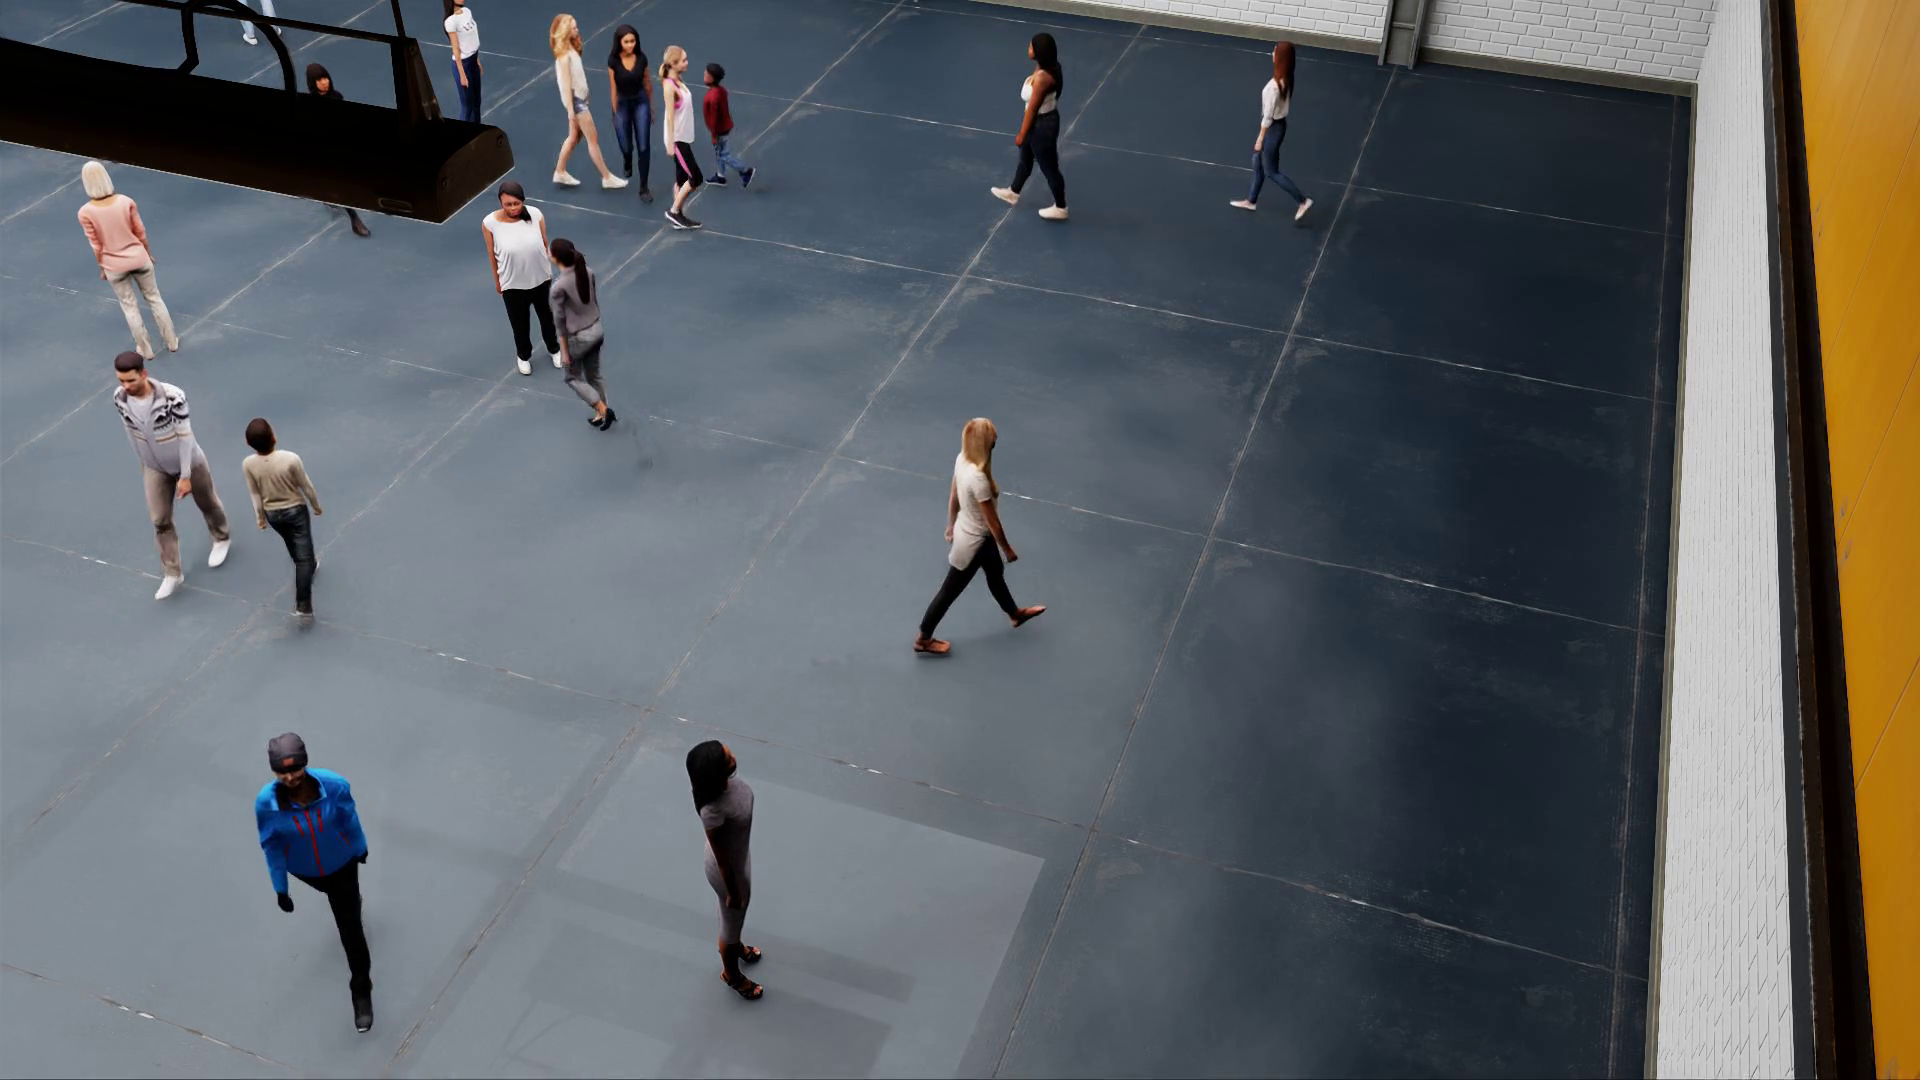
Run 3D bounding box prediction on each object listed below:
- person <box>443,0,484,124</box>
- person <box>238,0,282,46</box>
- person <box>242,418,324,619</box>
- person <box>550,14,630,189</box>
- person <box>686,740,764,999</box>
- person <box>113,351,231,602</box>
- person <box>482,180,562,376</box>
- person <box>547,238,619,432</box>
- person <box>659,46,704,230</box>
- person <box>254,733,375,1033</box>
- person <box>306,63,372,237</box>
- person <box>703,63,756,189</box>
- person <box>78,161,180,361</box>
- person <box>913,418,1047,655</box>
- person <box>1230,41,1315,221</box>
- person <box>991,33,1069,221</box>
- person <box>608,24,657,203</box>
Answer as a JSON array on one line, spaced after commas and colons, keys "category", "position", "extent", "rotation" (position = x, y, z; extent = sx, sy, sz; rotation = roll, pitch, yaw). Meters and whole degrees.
[{"category": "person", "position": [-4.941, -4.696, 16.594], "extent": [0.567, 1.773, 0.616], "rotation": [6, 39, 7]}, {"category": "person", "position": [-8.167, -6.588, 18.901], "extent": [0.719, 1.851, 0.763], "rotation": [-19, 42, -22]}, {"category": "person", "position": [-4.520, -0.127, 11.141], "extent": [1.017, 1.438, 0.919], "rotation": [-3, 39, -4]}, {"category": "person", "position": [-3.774, -4.180, 15.982], "extent": [1.062, 1.729, 0.865], "rotation": [-4, 39, -5]}, {"category": "person", "position": [-1.200, 1.689, 8.595], "extent": [0.656, 1.779, 0.661], "rotation": [-3, 39, -3]}, {"category": "person", "position": [-5.349, -0.586, 11.401], "extent": [1.044, 1.831, 0.951], "rotation": [0, 39, 0]}, {"category": "person", "position": [-3.511, -2.141, 13.463], "extent": [0.758, 1.686, 0.821], "rotation": [-15, 41, -18]}, {"category": "person", "position": [-2.826, -1.496, 12.681], "extent": [0.743, 1.655, 0.698], "rotation": [21, 43, 24]}, {"category": "person", "position": [-2.676, -3.673, 15.310], "extent": [0.736, 1.776, 0.721], "rotation": [1, 39, 1]}, {"category": "person", "position": [-3.335, 1.631, 8.693], "extent": [1.201, 1.747, 1.104], "rotation": [-8, 39, -10]}, {"category": "person", "position": [-5.809, -3.632, 15.379], "extent": [0.990, 1.626, 0.768], "rotation": [28, 46, 30]}, {"category": "person", "position": [-2.267, -3.993, 16.141], "extent": [0.804, 1.240, 0.616], "rotation": [1, 39, 2]}, {"category": "person", "position": [-6.836, -2.285, 13.614], "extent": [0.682, 1.724, 0.692], "rotation": [-26, 46, -29]}, {"category": "person", "position": [-0.013, 0.044, 10.655], "extent": [1.232, 1.778, 1.039], "rotation": [-9, 40, -11]}, {"category": "person", "position": [2.997, -3.769, 15.485], "extent": [1.043, 1.709, 0.592], "rotation": [15, 41, 18]}, {"category": "person", "position": [0.868, -3.804, 15.474], "extent": [1.055, 1.777, 0.734], "rotation": [7, 39, 8]}, {"category": "person", "position": [-3.169, -4.128, 15.923], "extent": [0.866, 1.722, 0.912], "rotation": [-14, 41, -16]}]
